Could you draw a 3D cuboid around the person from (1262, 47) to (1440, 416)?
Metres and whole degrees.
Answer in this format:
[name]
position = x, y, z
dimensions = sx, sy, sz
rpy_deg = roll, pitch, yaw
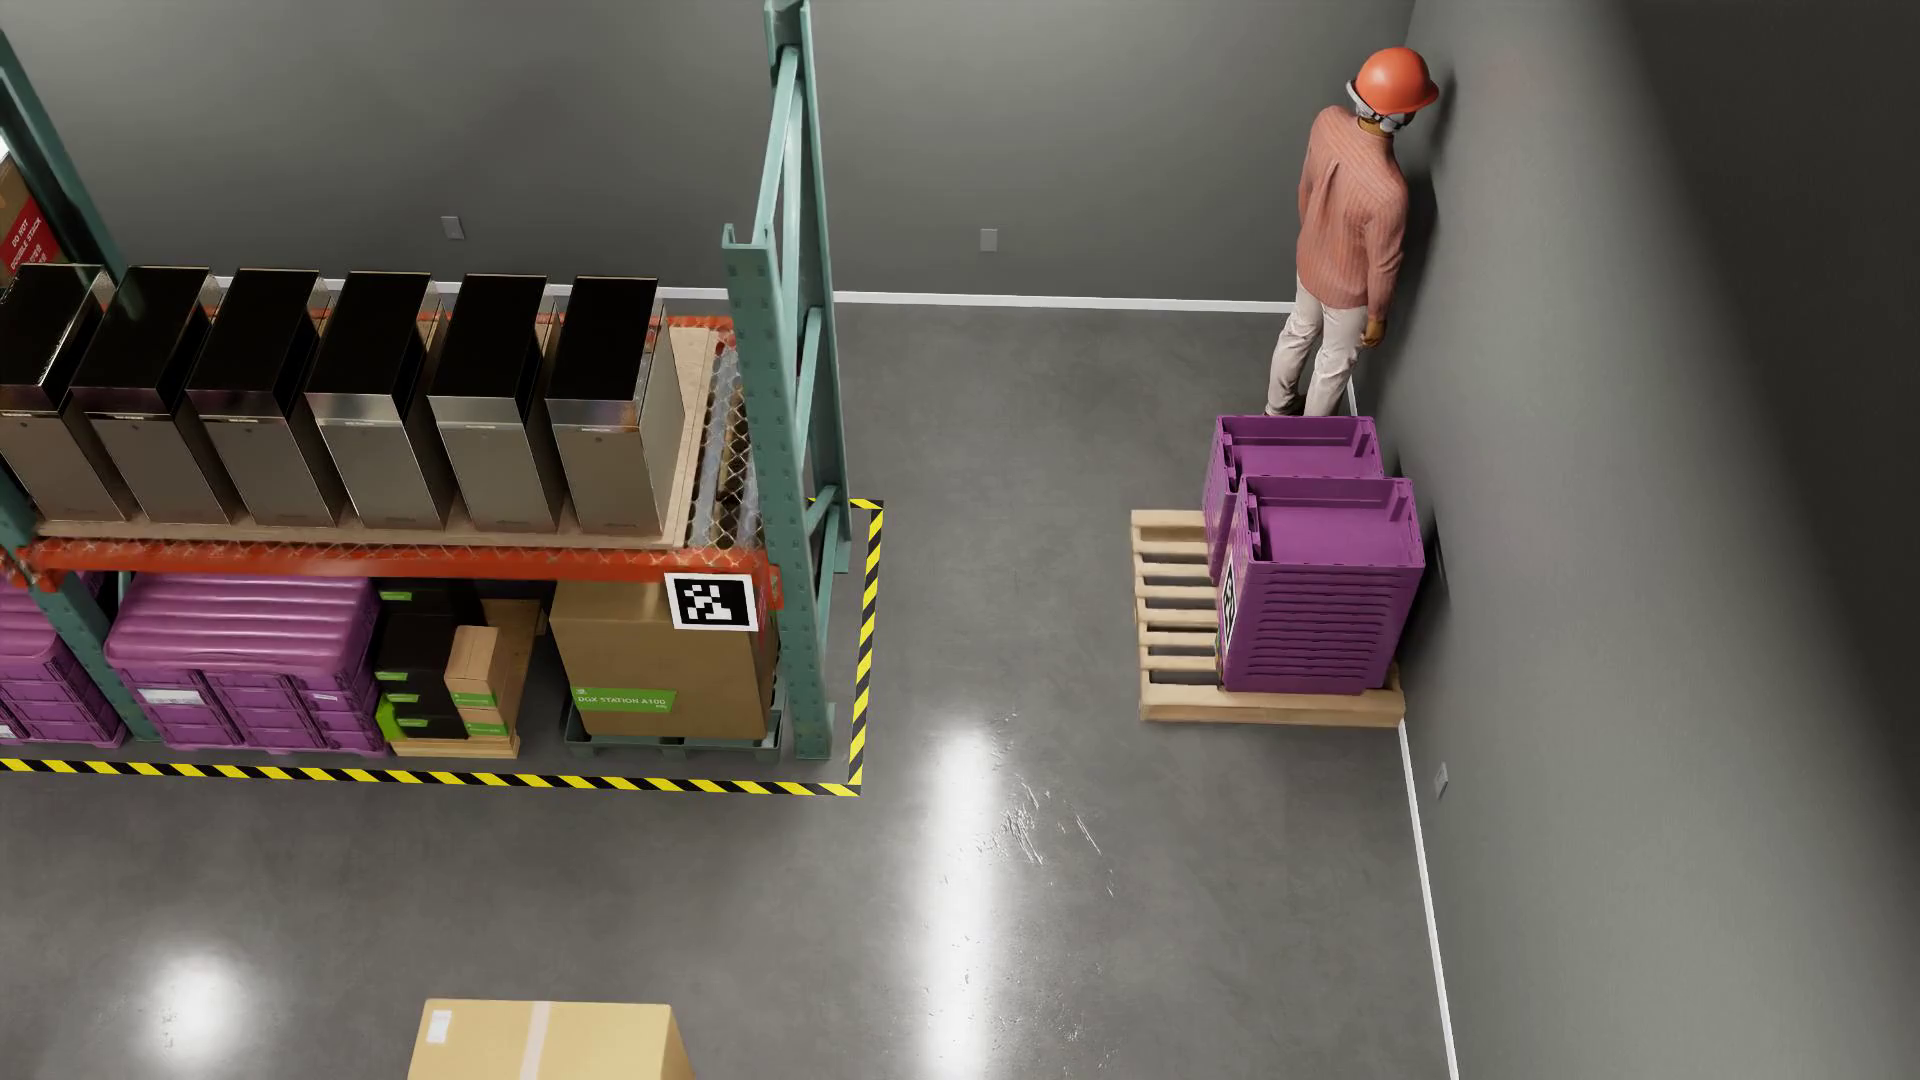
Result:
[person]
position = 1.501, -1.052, 6.486
dimensions = 0.379, 1.995, 0.612
rpy_deg = -18, 54, -13
